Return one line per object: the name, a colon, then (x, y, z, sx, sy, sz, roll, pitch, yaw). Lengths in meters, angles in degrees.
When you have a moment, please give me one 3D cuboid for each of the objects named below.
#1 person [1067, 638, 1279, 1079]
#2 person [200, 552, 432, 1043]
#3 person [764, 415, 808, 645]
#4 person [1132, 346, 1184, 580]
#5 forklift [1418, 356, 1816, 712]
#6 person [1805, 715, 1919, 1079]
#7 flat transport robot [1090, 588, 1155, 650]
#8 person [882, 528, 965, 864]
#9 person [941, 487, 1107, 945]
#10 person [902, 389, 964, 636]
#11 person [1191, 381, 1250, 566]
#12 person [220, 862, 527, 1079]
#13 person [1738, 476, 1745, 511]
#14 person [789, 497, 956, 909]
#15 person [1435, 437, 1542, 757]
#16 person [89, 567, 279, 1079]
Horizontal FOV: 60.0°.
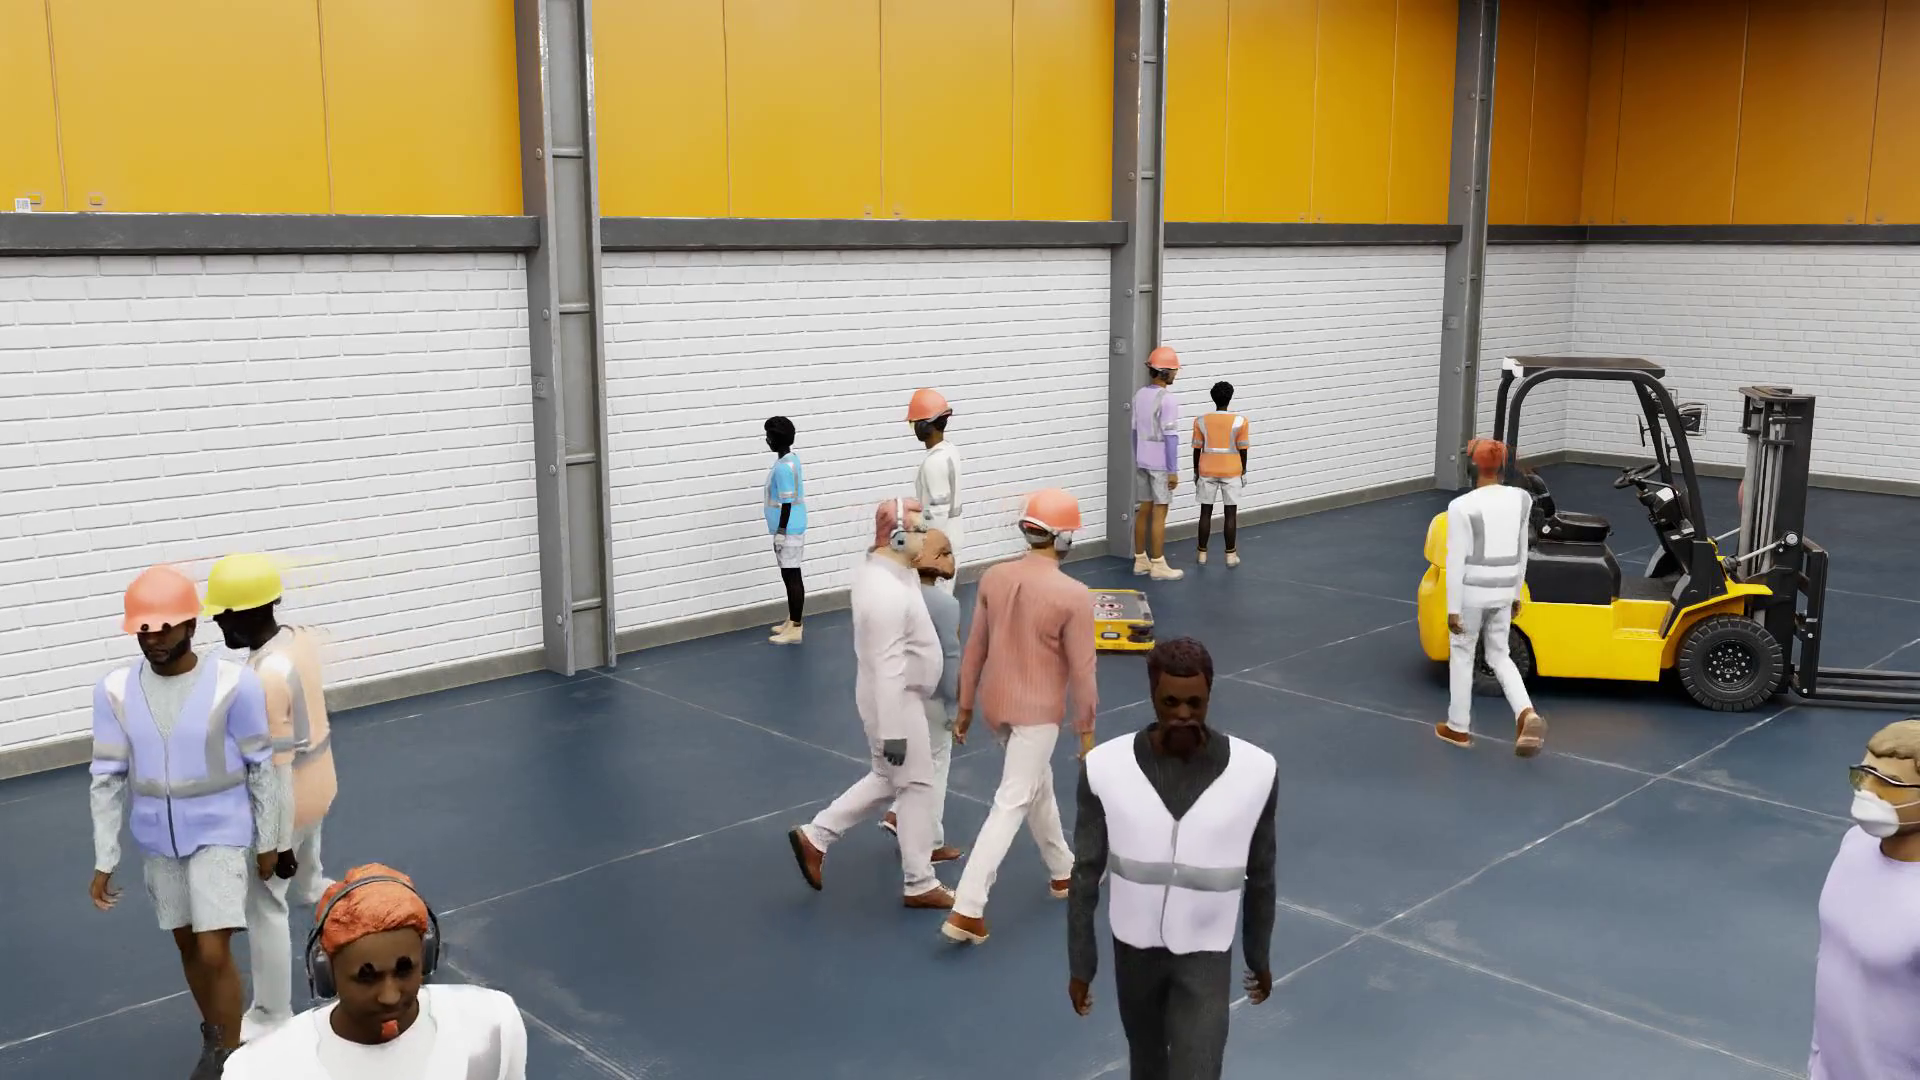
person: (0.623, 1.191, 4.924, 0.604, 1.871, 1.028, 2, 11, 9)
person: (-2.410, 0.954, 6.136, 0.759, 1.896, 0.617, -2, 11, -9)
person: (-1.290, -0.075, 12.307, 0.320, 1.692, 0.531, 0, 10, 0)
person: (1.748, -0.674, 14.612, 0.397, 2.043, 0.610, -5, 11, -24)
forklift: (4.276, -0.101, 11.076, 2.313, 2.155, 1.214, 2, 11, 13)
person: (2.140, 1.347, 3.874, 0.365, 1.939, 0.636, 1, 10, 4)
flat transport robot: (1.100, 0.576, 12.631, 0.652, 0.197, 1.431, 0, 10, 2)
person: (-0.154, 0.744, 8.041, 0.373, 1.618, 0.518, -9, 14, -41)
person: (0.265, 0.745, 7.208, 1.084, 1.934, 0.650, -10, 14, -42)
person: (-0.174, 0.047, 10.697, 0.394, 2.038, 0.605, 1, 10, 6)
person: (2.372, -0.602, 15.187, 0.535, 1.693, 0.317, 4, 11, 21)
person: (-1.153, 1.483, 3.349, 0.596, 1.863, 0.692, -5, 12, -27)
person: (5.739, -0.093, 11.832, 0.402, 1.904, 0.638, 6, 12, 32)
person: (-0.362, 0.735, 7.379, 0.768, 1.881, 0.660, -1, 10, -6)
person: (3.060, 0.340, 9.588, 0.586, 1.867, 0.737, -3, 11, -18)
person: (-2.640, 1.038, 5.641, 0.555, 1.912, 0.735, 0, 10, -1)
